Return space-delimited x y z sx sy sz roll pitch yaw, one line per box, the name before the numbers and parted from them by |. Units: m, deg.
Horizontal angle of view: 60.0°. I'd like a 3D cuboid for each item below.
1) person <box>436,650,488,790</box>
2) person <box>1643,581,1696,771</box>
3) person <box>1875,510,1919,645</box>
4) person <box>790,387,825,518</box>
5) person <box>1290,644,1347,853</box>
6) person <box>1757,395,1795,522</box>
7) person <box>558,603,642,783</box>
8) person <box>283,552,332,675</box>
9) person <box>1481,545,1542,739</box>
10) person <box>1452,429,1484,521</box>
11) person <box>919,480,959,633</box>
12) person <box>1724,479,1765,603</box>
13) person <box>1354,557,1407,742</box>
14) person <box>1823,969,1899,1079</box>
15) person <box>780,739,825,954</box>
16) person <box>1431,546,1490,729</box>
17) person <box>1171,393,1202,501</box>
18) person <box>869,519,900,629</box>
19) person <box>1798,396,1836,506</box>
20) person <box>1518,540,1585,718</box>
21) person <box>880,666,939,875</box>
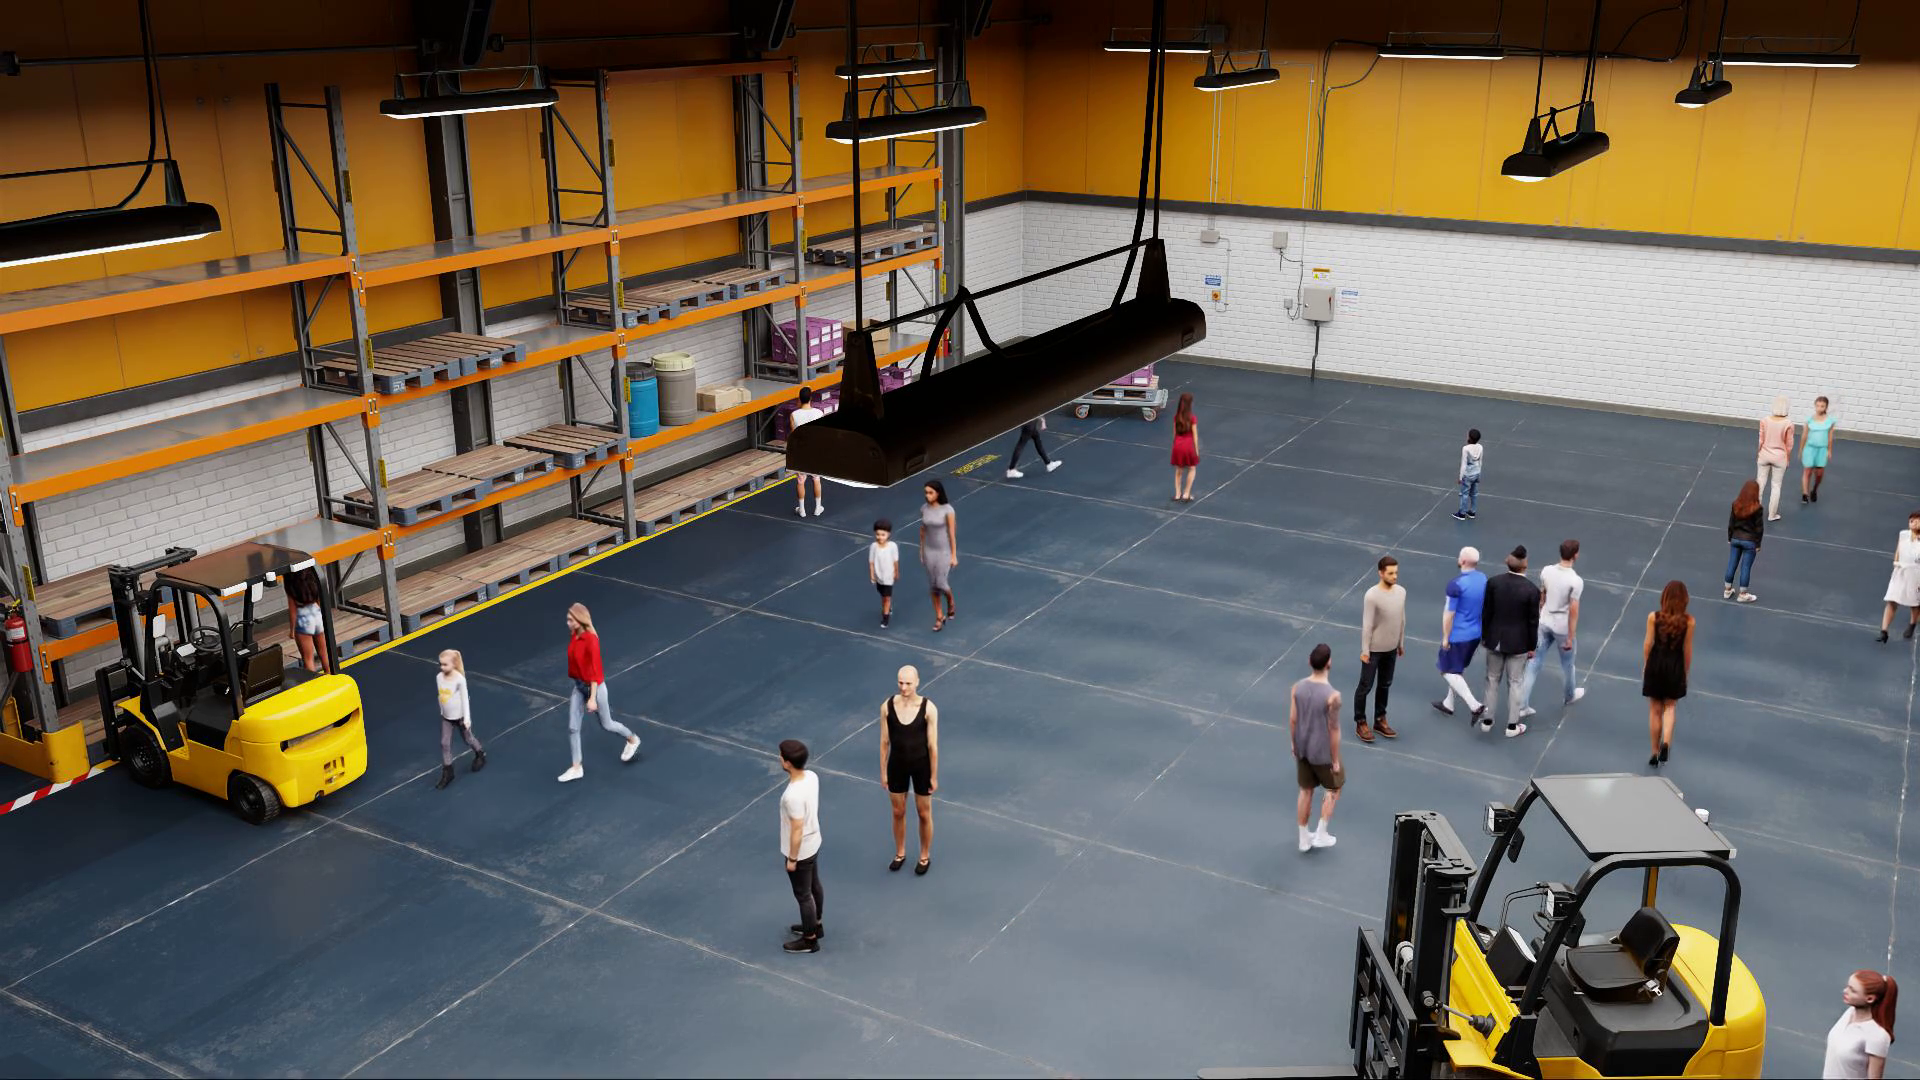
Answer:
person | -4.588 1.590 15.258 0.605 1.263 0.919 6 20 18
person | 6.472 1.286 15.280 0.660 1.825 0.764 6 20 18
person | 10.530 0.412 18.370 1.066 1.510 0.766 -16 24 -39
person | -2.087 -1.203 22.729 0.730 1.789 0.773 -3 19 -9
person | 2.905 1.754 13.737 0.702 1.832 0.673 16 24 39
person | 11.044 -1.122 22.588 0.636 1.726 0.578 15 24 38
person | -3.321 1.378 15.254 0.785 1.668 1.156 17 25 40
person | -6.579 0.873 16.817 0.605 1.626 0.477 11 21 29
person | 5.300 0.951 16.081 0.721 1.948 0.627 13 23 34
person | 6.956 -0.907 22.675 0.563 1.261 0.630 -7 20 -20
person | -0.208 0.161 18.712 0.613 1.766 0.687 9 21 24
person | 9.271 -0.007 19.656 0.626 1.483 0.631 -13 23 -35
person | 4.042 1.024 15.996 0.690 1.864 0.789 -9 21 -25
person | 5.152 3.244 9.604 0.693 1.738 0.572 3 19 9
person | -1.185 2.279 12.497 0.744 1.720 0.577 3 19 10
person | 4.950 0.961 16.253 1.100 1.821 1.048 -11 21 -29
person | 3.168 -1.305 23.407 0.604 1.549 0.649 14 23 35
person | -0.851 0.344 19.005 0.673 1.232 0.925 3 19 8
person | 11.997 -1.271 23.306 0.580 1.549 0.564 10 21 27
person | 5.815 0.922 16.397 1.329 1.802 1.008 -13 23 -35
person | -0.395 1.861 13.589 0.692 1.815 0.637 3 19 10
